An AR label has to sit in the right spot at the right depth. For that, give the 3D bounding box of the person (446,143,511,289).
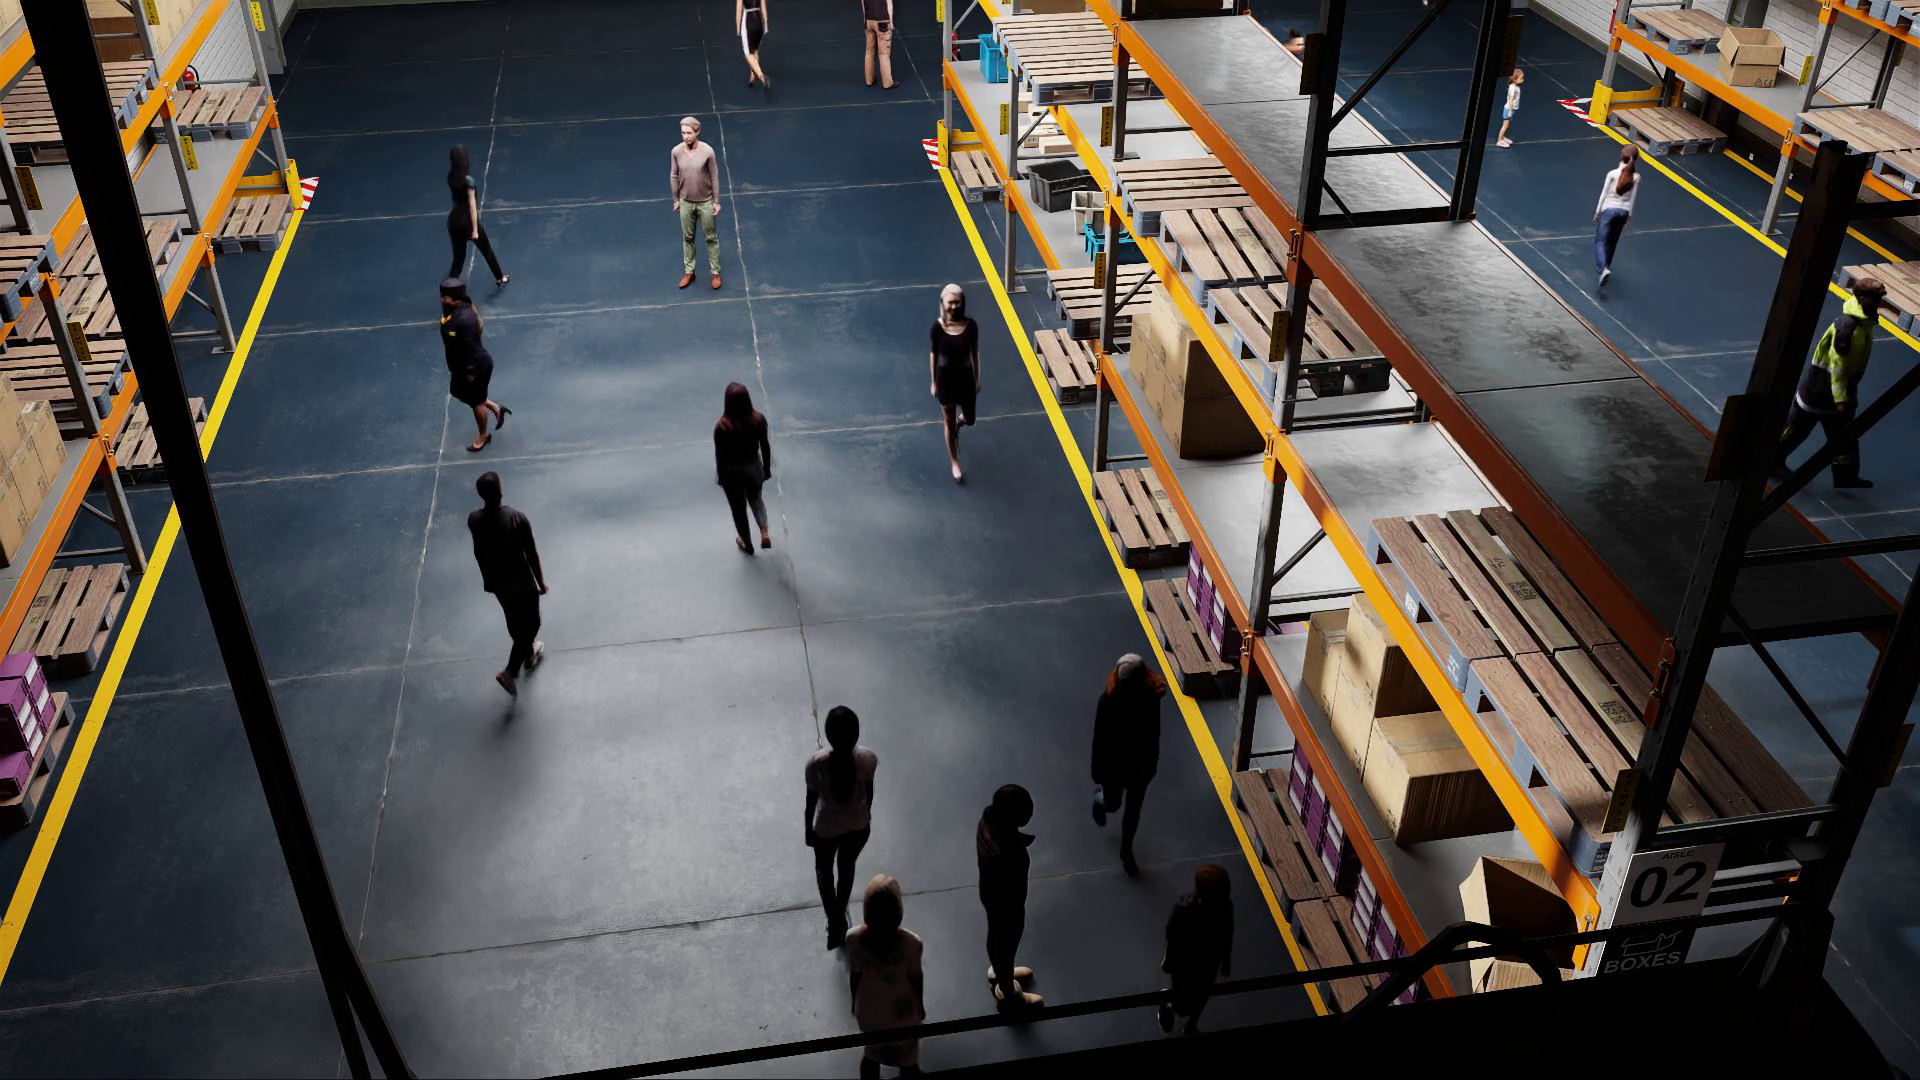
[{"bbox_3d":[-5.219,-3.214,17.332,1.063,1.681,1.150,23,40,31],"label":"person"}]

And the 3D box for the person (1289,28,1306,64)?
[{"bbox_3d":[4.022,-5.339,20.367,0.799,1.859,0.751,-12,35,-17],"label":"person"}]

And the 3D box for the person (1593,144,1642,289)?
[{"bbox_3d":[7.020,-3.452,17.824,0.721,1.533,1.041,4,34,7],"label":"person"}]

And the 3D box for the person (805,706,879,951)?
[{"bbox_3d":[-0.675,1.759,9.836,0.604,1.697,0.740,-8,34,-12],"label":"person"}]

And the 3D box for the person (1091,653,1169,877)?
[{"bbox_3d":[1.033,1.348,10.522,0.649,1.622,0.846,-8,34,-12],"label":"person"}]

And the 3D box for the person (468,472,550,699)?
[{"bbox_3d":[-3.247,0.335,11.935,0.906,1.745,1.113,7,34,11],"label":"person"}]

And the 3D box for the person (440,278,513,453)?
[{"bbox_3d":[-4.316,-1.578,14.887,0.905,1.663,0.836,-21,39,-28],"label":"person"}]

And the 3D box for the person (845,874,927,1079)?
[{"bbox_3d":[-0.375,2.454,8.744,0.630,1.748,0.624,6,34,9],"label":"person"}]

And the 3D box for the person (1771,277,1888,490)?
[{"bbox_3d":[7.405,-1.362,14.318,1.141,1.933,1.308,-24,41,-32],"label":"person"}]

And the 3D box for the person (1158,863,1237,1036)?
[{"bbox_3d":[1.296,2.282,9.282,0.588,1.440,0.701,-11,35,-16],"label":"person"}]

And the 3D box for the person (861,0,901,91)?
[{"bbox_3d":[-1.165,-7.277,23.300,0.770,1.841,0.830,21,39,29],"label":"person"}]

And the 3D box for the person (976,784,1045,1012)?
[{"bbox_3d":[0.235,2.043,9.442,0.662,1.661,0.592,8,35,12],"label":"person"}]

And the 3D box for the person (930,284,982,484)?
[{"bbox_3d":[-0.051,-1.405,14.486,0.590,1.819,0.818,-5,34,-8],"label":"person"}]

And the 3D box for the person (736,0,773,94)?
[{"bbox_3d":[-2.841,-7.024,22.978,0.862,1.777,1.114,-19,38,-26],"label":"person"}]

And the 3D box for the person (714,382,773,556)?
[{"bbox_3d":[-1.723,-0.522,13.358,0.728,1.596,0.805,-19,38,-26],"label":"person"}]

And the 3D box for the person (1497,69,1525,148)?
[{"bbox_3d":[7.132,-5.604,21.528,0.538,1.016,0.461,15,36,21],"label":"person"}]

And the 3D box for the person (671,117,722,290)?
[{"bbox_3d":[-2.803,-3.608,17.751,0.742,1.872,0.701,4,34,5],"label":"person"}]
